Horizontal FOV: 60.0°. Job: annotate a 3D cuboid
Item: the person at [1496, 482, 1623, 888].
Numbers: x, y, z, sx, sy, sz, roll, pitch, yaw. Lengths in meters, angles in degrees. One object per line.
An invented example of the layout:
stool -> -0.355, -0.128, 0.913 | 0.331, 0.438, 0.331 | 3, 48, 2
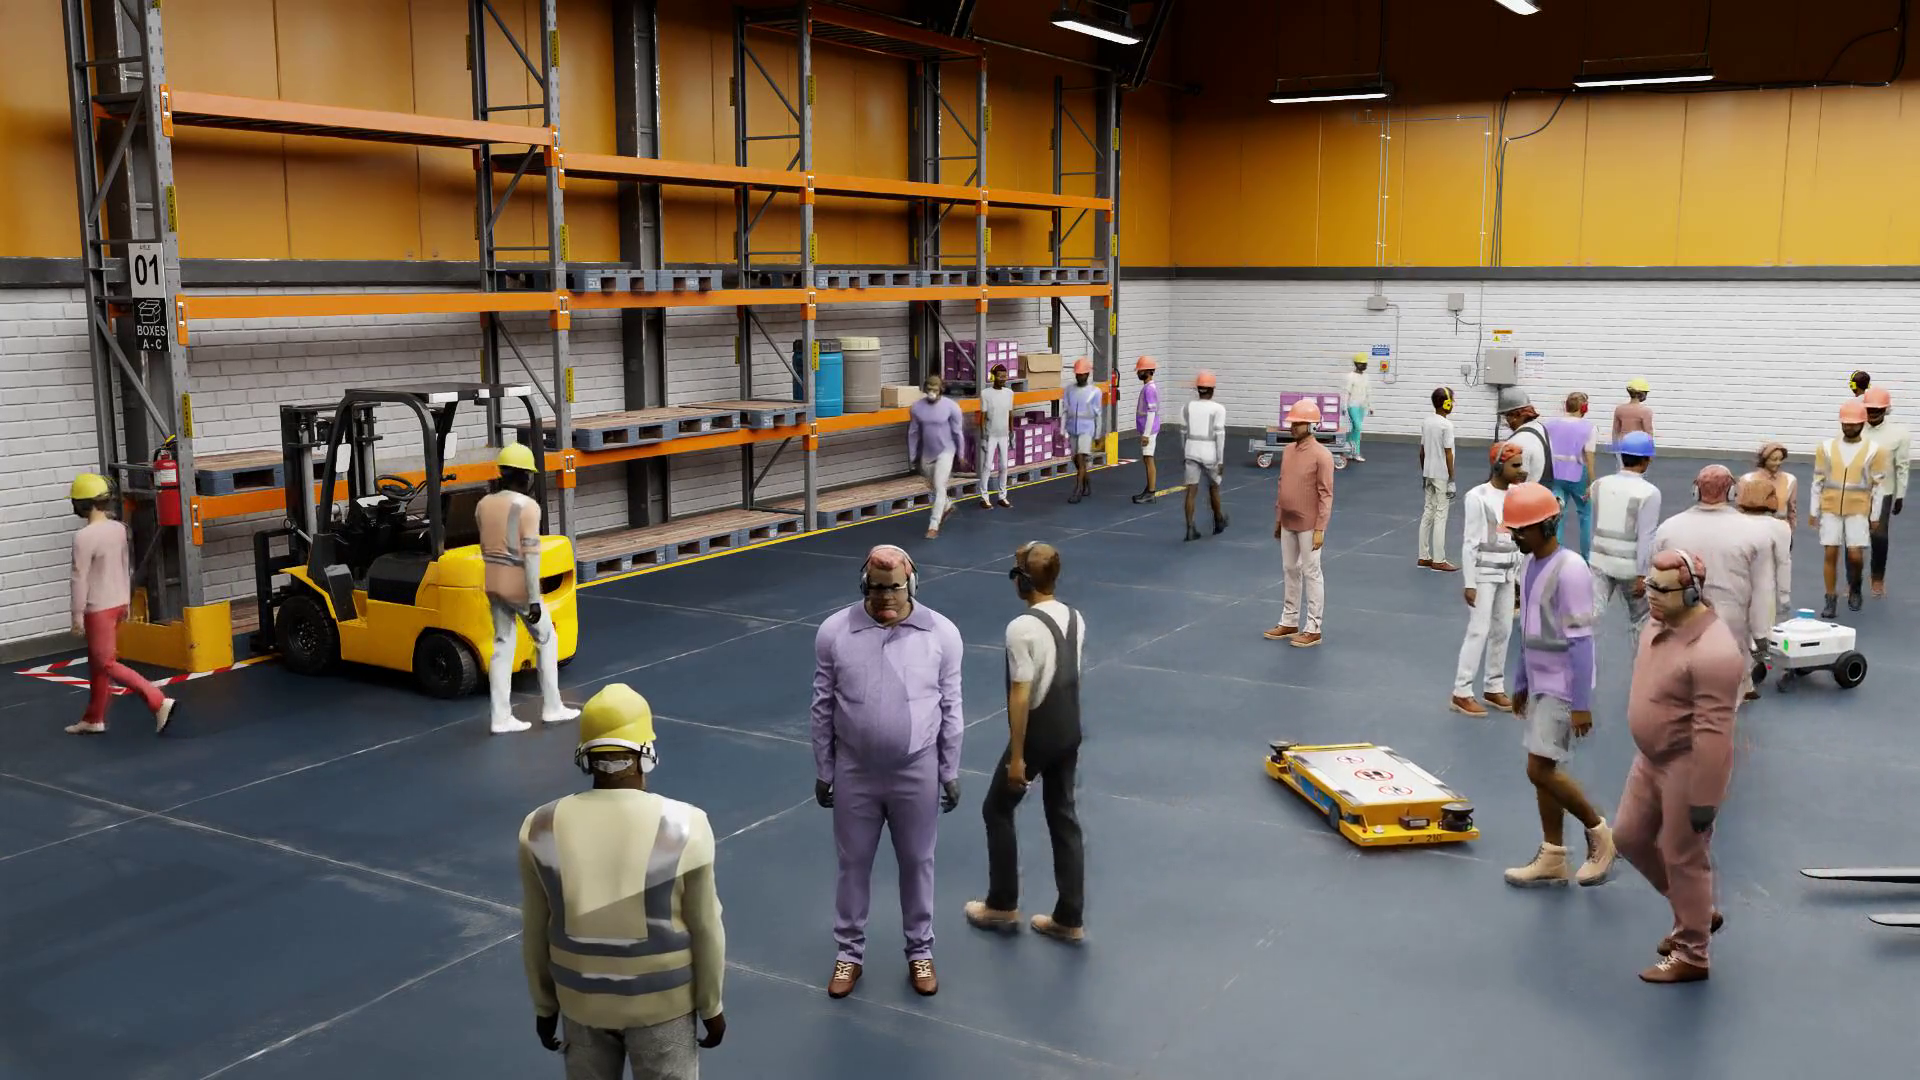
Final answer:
person -> 2.881, 0.718, 8.104 | 0.571, 2.003, 0.666 | 0, 9, -1

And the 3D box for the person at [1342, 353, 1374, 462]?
person -> 6.402, -2.108, 26.548 | 0.547, 1.744, 0.664 | -6, 11, -35

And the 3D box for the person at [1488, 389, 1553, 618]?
person -> 4.978, -0.344, 14.625 | 0.640, 2.000, 0.874 | 7, 11, 37

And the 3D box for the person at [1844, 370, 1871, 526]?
person -> 10.631, -1.074, 19.730 | 0.515, 1.866, 0.333 | -6, 11, -31

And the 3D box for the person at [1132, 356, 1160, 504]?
person -> 2.431, -1.439, 21.786 | 0.363, 1.935, 0.551 | 1, 9, 6

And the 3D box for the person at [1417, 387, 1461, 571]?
person -> 4.865, -0.618, 16.862 | 0.329, 1.873, 0.508 | -3, 10, -20

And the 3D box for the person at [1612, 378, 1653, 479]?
person -> 8.078, -1.061, 19.961 | 0.327, 1.765, 0.529 | -5, 11, -31

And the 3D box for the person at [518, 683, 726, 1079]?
person -> -0.978, 1.326, 4.888 | 0.595, 1.825, 0.403 | 1, 9, 8

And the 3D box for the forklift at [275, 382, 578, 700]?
forklift -> -3.974, -0.067, 12.417 | 2.313, 2.155, 1.214 | 5, 11, 30

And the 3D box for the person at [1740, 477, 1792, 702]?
person -> 5.431, 0.368, 11.486 | 0.657, 1.615, 0.500 | -6, 11, -31

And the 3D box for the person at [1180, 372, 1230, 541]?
person -> 2.799, -0.966, 18.961 | 0.573, 1.888, 0.964 | 5, 10, 29

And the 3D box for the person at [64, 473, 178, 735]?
person -> -5.478, 0.430, 10.741 | 0.771, 1.741, 0.530 | 0, 9, 2

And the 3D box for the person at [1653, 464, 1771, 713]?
person -> 4.411, 0.499, 9.826 | 0.666, 1.887, 0.476 | 7, 11, 37

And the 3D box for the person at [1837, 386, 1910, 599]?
person -> 8.372, -0.429, 15.366 | 0.638, 1.978, 0.480 | 7, 11, 36

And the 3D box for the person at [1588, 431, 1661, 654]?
person -> 4.707, 0.162, 11.949 | 1.018, 1.901, 0.622 | -5, 10, -29

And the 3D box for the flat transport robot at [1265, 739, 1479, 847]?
flat transport robot -> 2.276, 1.386, 9.331 | 0.652, 0.197, 1.431 | -2, 9, -10

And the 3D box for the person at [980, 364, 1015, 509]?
person -> 0.477, -1.324, 21.319 | 0.511, 1.860, 0.318 | -5, 10, -29

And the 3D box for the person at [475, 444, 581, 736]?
person -> -2.866, 0.314, 10.968 | 0.611, 1.888, 0.785 | 6, 11, 33

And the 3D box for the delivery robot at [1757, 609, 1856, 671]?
delivery robot -> 6.163, 0.748, 12.141 | 0.707, 0.478, 0.477 | -3, 10, -20

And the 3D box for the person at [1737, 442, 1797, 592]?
person -> 6.662, -0.007, 13.811 | 0.530, 1.631, 0.405 | 0, 9, 0

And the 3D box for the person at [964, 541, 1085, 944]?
person -> 0.297, 0.902, 7.534 | 0.732, 1.818, 0.539 | 8, 12, 42

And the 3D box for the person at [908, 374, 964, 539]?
person -> -0.226, -0.996, 19.218 | 0.660, 1.889, 1.010 | 4, 10, 24

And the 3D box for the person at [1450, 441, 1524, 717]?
person -> 3.648, 0.259, 11.387 | 0.587, 1.876, 0.344 | -6, 11, -33

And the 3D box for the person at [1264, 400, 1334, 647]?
person -> 2.765, -0.140, 13.489 | 0.376, 1.997, 0.612 | -5, 10, -27

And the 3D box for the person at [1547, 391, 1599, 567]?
person -> 6.252, -0.595, 16.886 | 0.805, 1.813, 0.561 | -8, 12, -42

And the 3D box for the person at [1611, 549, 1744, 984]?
person -> 3.023, 0.954, 7.013 | 0.421, 1.881, 0.662 | 0, 9, -2

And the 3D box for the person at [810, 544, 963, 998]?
person -> -0.304, 0.959, 6.929 | 0.639, 1.903, 0.409 | 0, 9, -2

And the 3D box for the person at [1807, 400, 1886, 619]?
person -> 7.721, -0.264, 14.507 | 0.562, 1.925, 0.485 | 7, 11, 37

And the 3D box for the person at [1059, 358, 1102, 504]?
person -> 1.638, -1.466, 22.073 | 0.543, 1.910, 0.915 | 5, 10, 27
